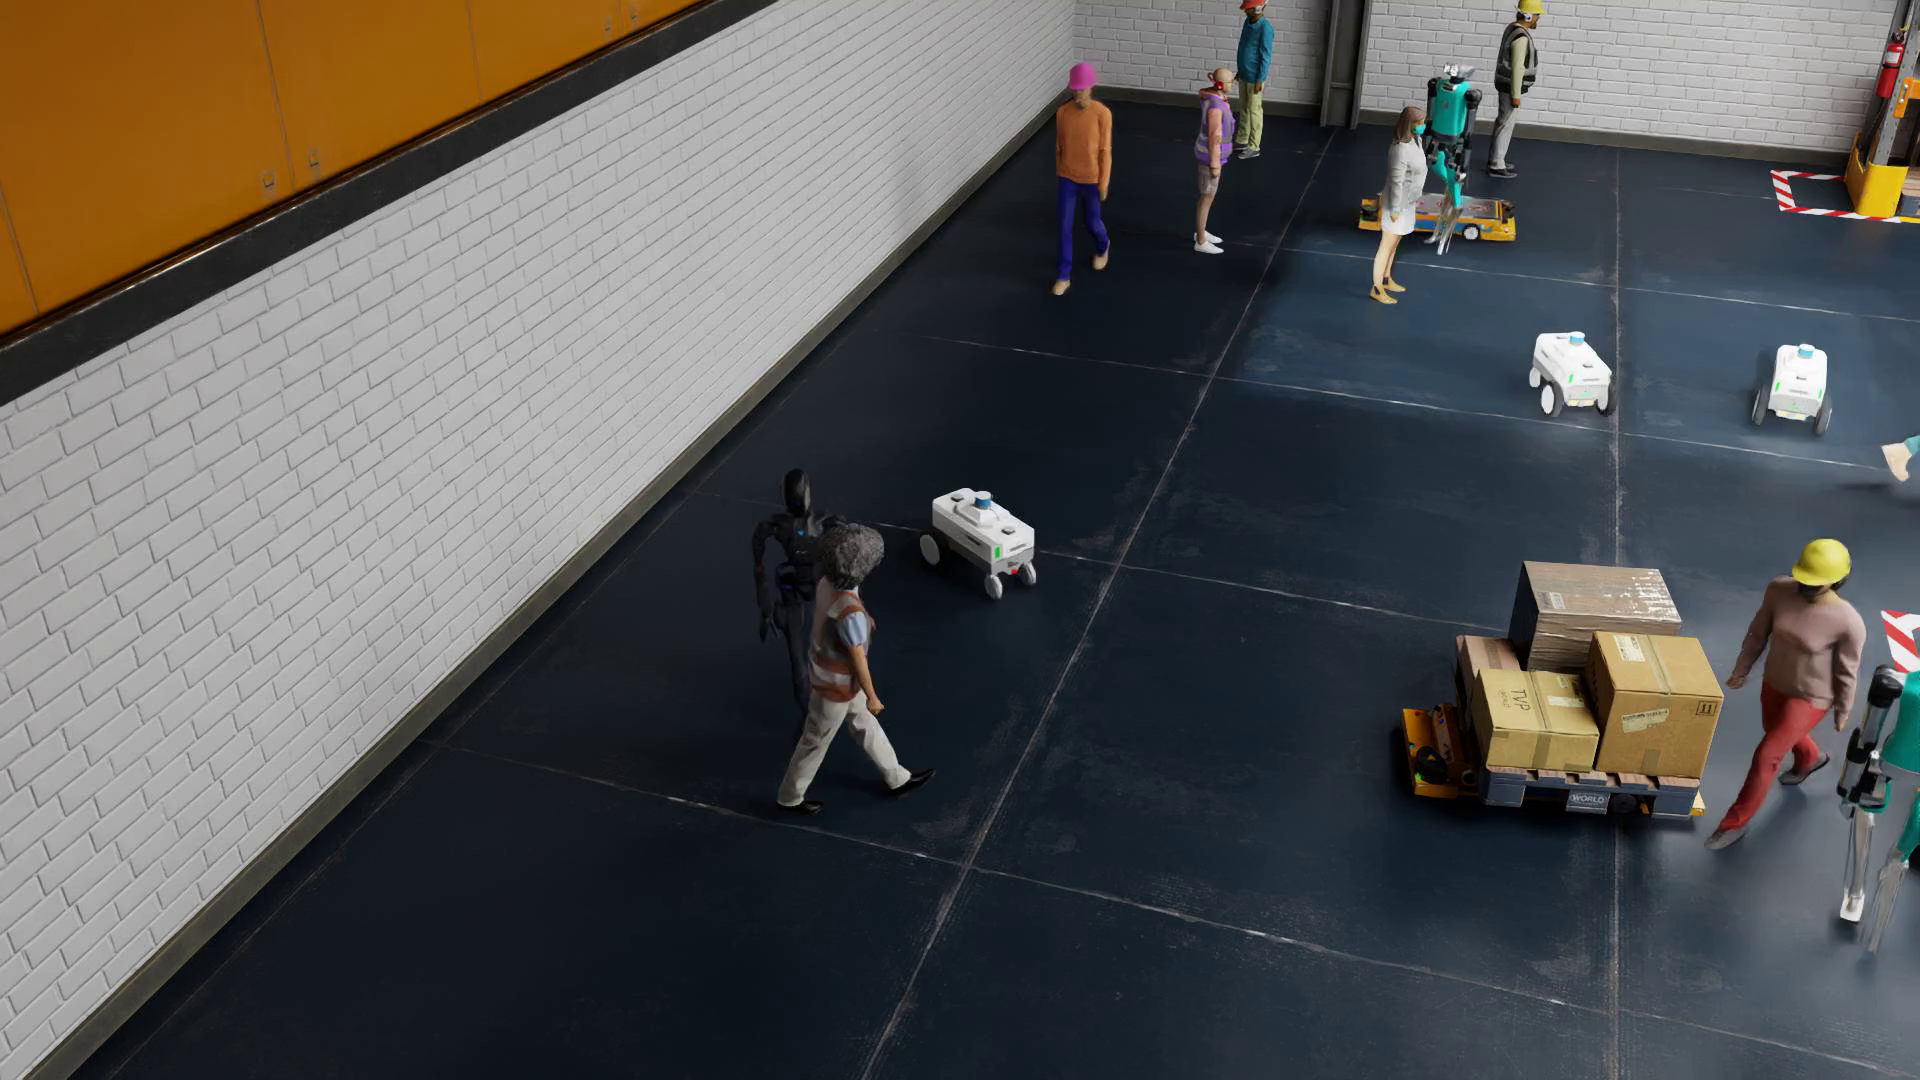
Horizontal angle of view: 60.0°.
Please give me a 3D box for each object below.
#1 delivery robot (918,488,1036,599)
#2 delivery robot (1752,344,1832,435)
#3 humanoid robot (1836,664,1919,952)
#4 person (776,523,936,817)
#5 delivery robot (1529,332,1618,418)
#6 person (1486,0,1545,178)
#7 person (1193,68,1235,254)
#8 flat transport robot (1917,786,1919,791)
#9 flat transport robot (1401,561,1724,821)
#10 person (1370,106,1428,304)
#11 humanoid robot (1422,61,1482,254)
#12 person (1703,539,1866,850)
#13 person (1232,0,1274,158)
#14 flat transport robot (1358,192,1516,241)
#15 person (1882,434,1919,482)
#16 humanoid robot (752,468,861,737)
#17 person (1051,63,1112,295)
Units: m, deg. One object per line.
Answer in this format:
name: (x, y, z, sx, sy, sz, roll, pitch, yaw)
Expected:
delivery robot: (0.132, -0.030, 10.390, 0.499, 0.591, 0.781, -21, 36, -32)
delivery robot: (6.191, -1.156, 12.299, 0.499, 0.584, 0.783, 13, 33, 21)
humanoid robot: (4.179, 1.096, 7.381, 0.530, 1.829, 0.815, 16, 34, 25)
person: (-0.554, 0.654, 8.153, 0.857, 1.630, 0.451, -6, 31, -10)
delivery robot: (4.592, -1.259, 12.496, 0.499, 0.606, 0.807, -2, 31, -3)
person: (5.656, -4.638, 16.988, 0.403, 1.824, 0.594, 5, 31, 8)
person: (2.289, -3.441, 15.080, 0.346, 1.686, 0.489, 4, 31, 7)
flat transport robot: (5.458, 1.481, 8.106, 1.431, 0.231, 0.659, 19, 36, 29)
flat transport robot: (3.084, 1.124, 8.713, 1.431, 0.231, 0.659, 4, 31, 6)
person: (3.741, -2.841, 14.083, 0.336, 1.659, 0.495, 15, 34, 24)
humanoid robot: (4.511, -3.448, 15.089, 0.712, 1.836, 0.556, -22, 37, -33)
person: (4.099, 0.690, 8.044, 0.873, 1.730, 0.538, -13, 33, -21)
person: (3.053, -4.922, 17.542, 0.336, 1.741, 0.562, -9, 32, -15)
flat transport robot: (4.565, -3.102, 15.903, 1.431, 0.231, 0.659, 7, 31, 13)
person: (6.633, -1.040, 10.850, 0.717, 1.842, 0.562, 12, 32, 19)
humanoid robot: (-0.787, 0.304, 8.776, 0.587, 1.664, 0.624, -2, 30, -3)
person: (1.066, -3.144, 14.320, 0.515, 1.954, 0.826, 12, 32, 19)
